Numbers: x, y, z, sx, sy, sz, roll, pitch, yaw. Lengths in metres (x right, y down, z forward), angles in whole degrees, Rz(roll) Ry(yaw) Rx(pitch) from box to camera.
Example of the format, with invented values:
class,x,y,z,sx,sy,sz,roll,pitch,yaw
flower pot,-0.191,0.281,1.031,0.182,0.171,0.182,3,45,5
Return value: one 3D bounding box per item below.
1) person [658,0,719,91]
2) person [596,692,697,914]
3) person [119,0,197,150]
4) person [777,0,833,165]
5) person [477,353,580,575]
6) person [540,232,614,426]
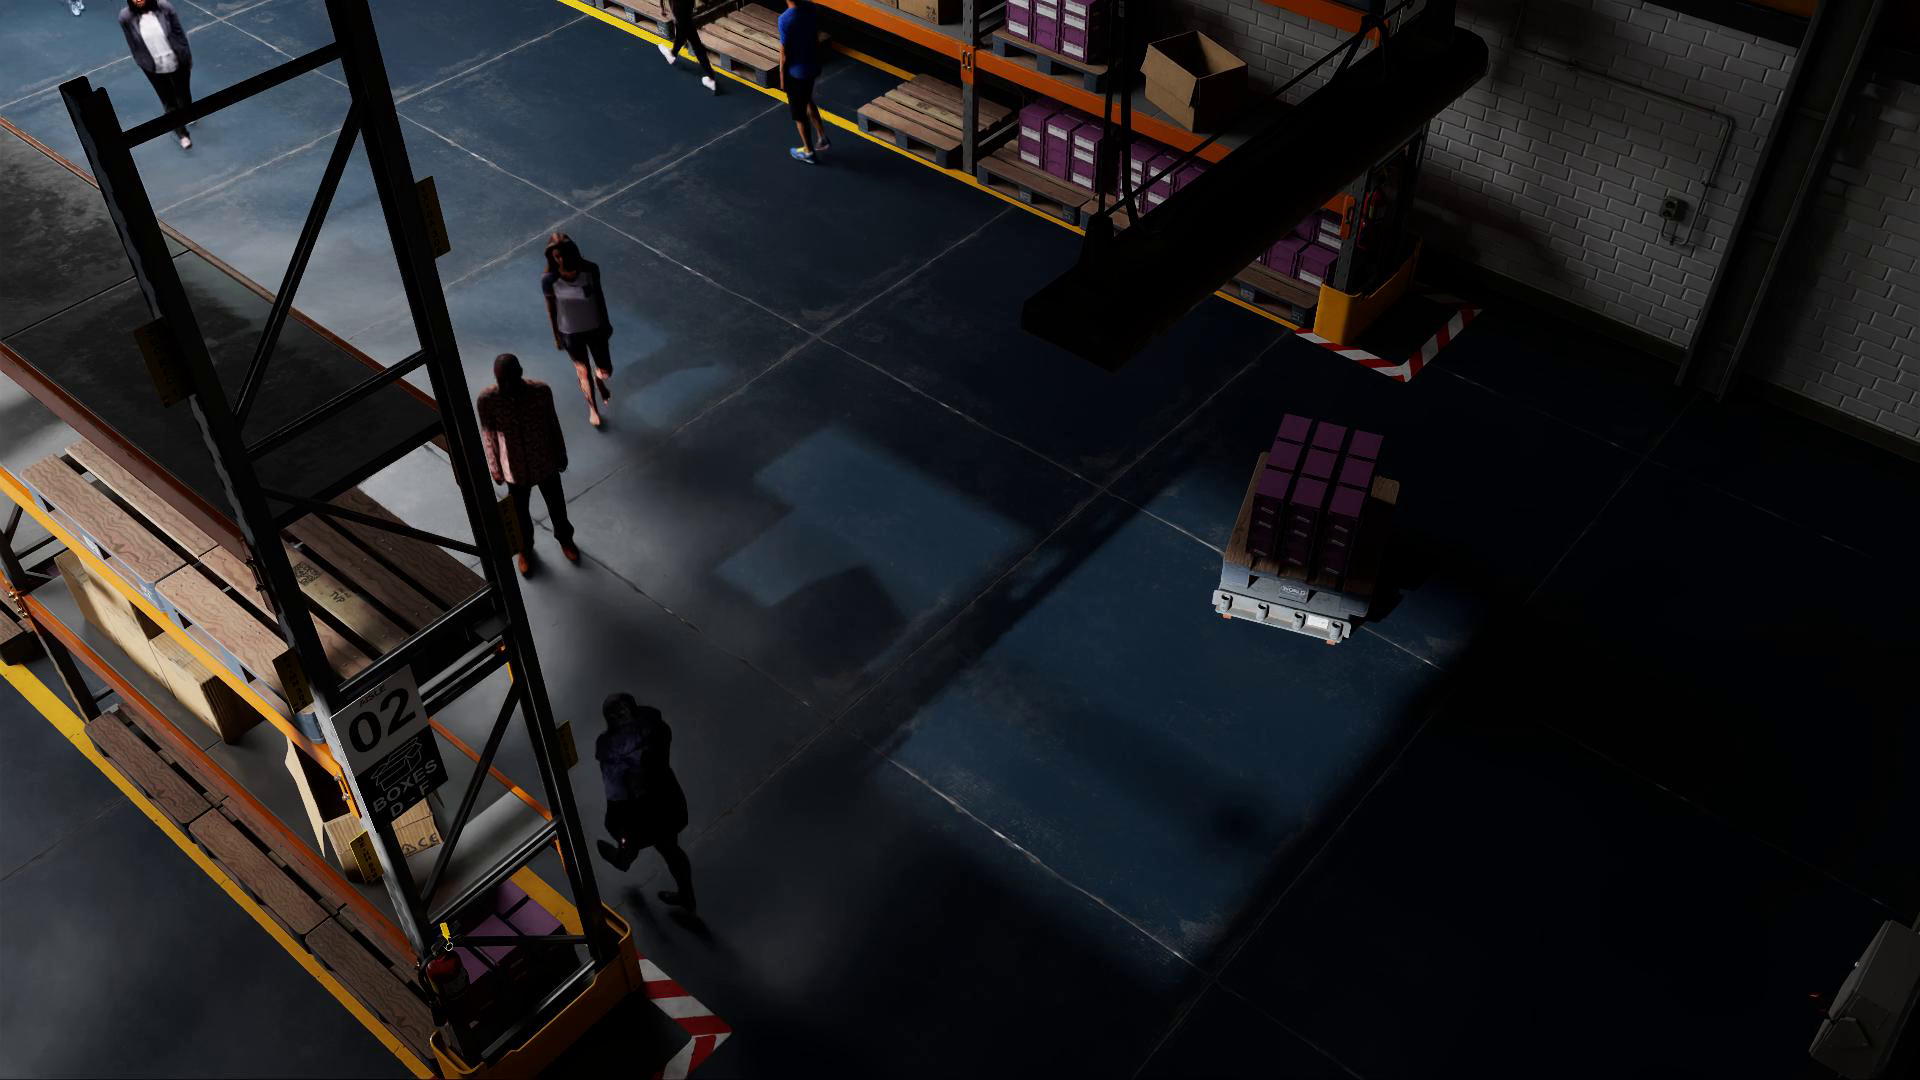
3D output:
class,x,y,z,sx,sy,sz,roll,pitch,yaw
person,-2.699,-5.282,16.547,0.712,1.699,1.166,-32,52,-29
person,-1.713,1.543,9.433,0.998,1.630,0.763,23,48,22
person,-7.629,-4.621,15.954,0.866,1.558,1.144,-24,49,-23
person,-1.396,-4.325,15.428,0.679,1.856,0.633,27,50,26
person,-2.989,-0.568,11.520,0.781,1.807,0.775,-14,45,-14
person,-2.907,-1.663,12.738,0.759,1.711,0.810,-13,45,-13
